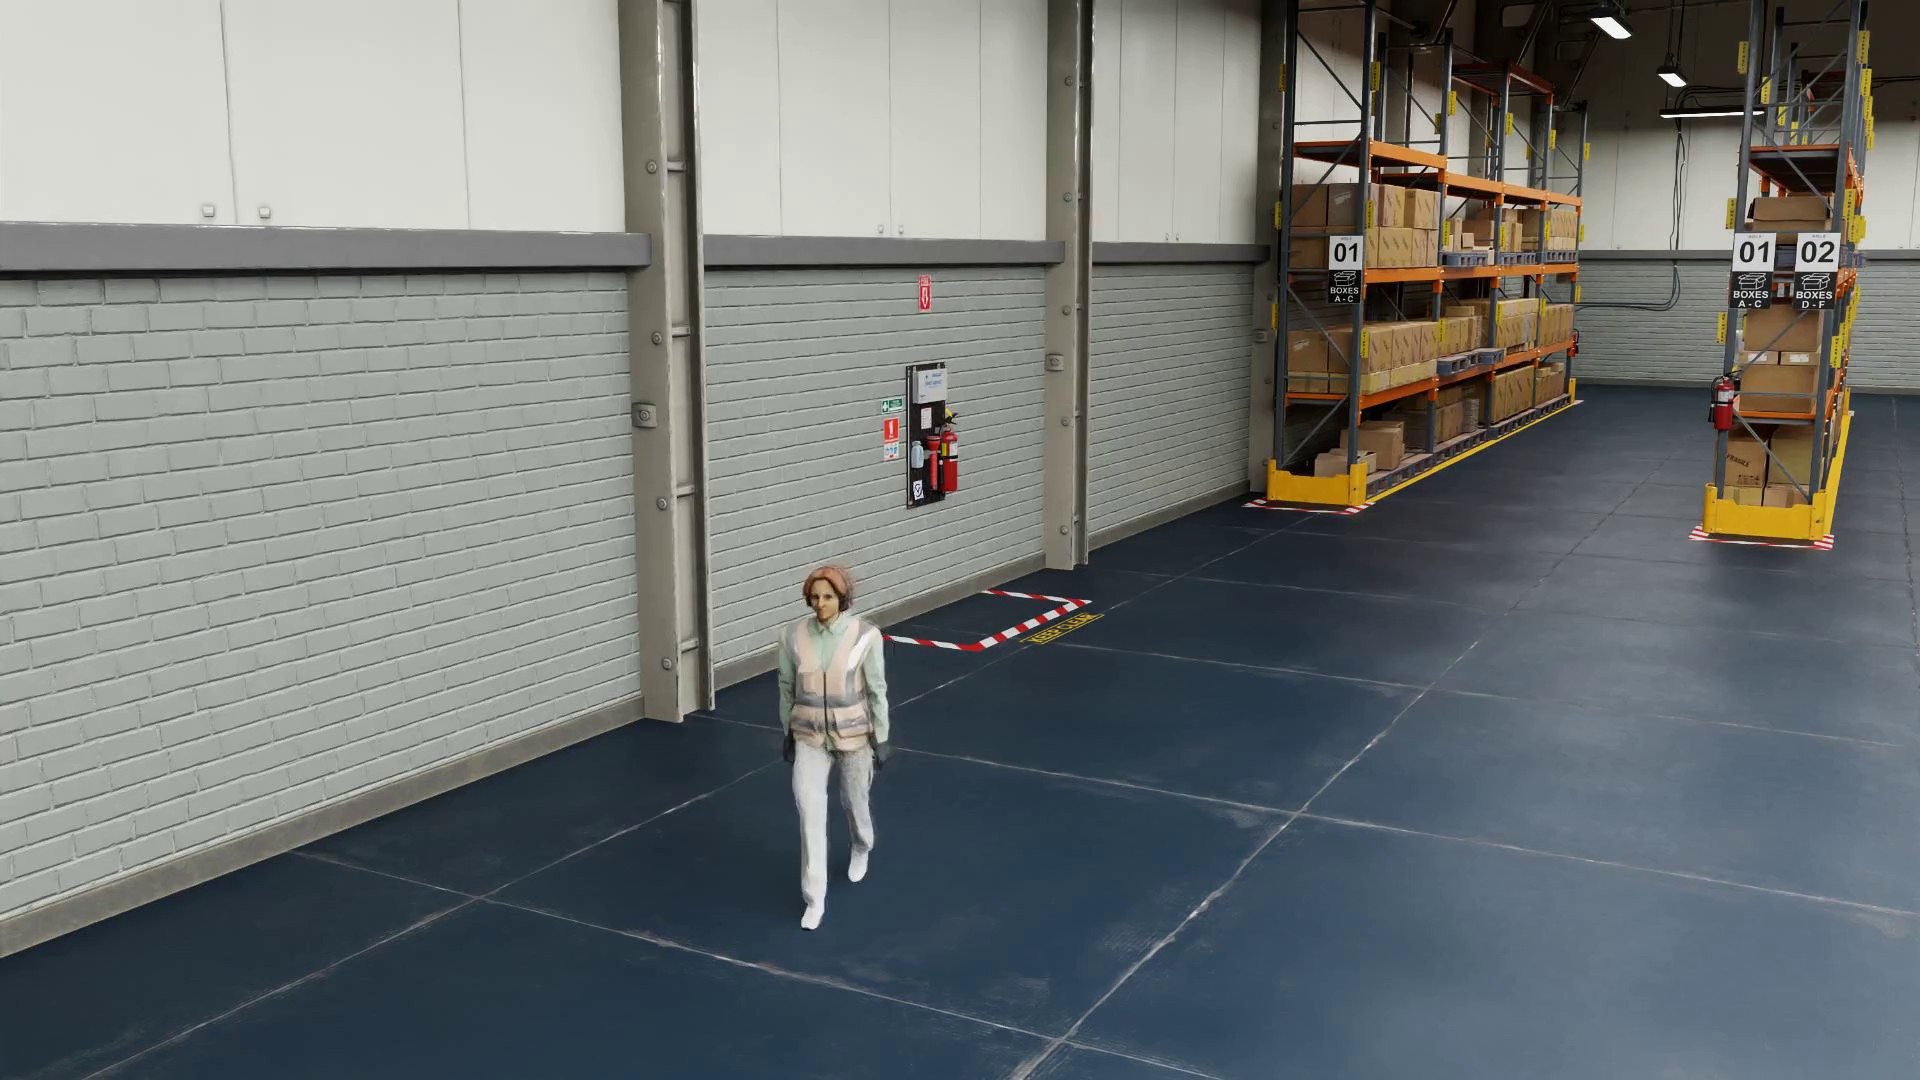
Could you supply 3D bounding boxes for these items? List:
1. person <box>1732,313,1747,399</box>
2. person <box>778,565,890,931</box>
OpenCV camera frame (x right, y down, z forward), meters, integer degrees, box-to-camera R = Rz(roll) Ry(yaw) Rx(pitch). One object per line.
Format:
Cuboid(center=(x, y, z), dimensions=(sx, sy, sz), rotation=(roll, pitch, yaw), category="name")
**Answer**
Cuboid(center=(14.996, -3.384, 31.791), dimensions=(0.611, 1.936, 0.935), rotation=(5, 11, 27), category="person")
Cuboid(center=(-0.574, 0.893, 7.679), dimensions=(0.523, 1.606, 0.808), rotation=(1, 10, 7), category="person")
